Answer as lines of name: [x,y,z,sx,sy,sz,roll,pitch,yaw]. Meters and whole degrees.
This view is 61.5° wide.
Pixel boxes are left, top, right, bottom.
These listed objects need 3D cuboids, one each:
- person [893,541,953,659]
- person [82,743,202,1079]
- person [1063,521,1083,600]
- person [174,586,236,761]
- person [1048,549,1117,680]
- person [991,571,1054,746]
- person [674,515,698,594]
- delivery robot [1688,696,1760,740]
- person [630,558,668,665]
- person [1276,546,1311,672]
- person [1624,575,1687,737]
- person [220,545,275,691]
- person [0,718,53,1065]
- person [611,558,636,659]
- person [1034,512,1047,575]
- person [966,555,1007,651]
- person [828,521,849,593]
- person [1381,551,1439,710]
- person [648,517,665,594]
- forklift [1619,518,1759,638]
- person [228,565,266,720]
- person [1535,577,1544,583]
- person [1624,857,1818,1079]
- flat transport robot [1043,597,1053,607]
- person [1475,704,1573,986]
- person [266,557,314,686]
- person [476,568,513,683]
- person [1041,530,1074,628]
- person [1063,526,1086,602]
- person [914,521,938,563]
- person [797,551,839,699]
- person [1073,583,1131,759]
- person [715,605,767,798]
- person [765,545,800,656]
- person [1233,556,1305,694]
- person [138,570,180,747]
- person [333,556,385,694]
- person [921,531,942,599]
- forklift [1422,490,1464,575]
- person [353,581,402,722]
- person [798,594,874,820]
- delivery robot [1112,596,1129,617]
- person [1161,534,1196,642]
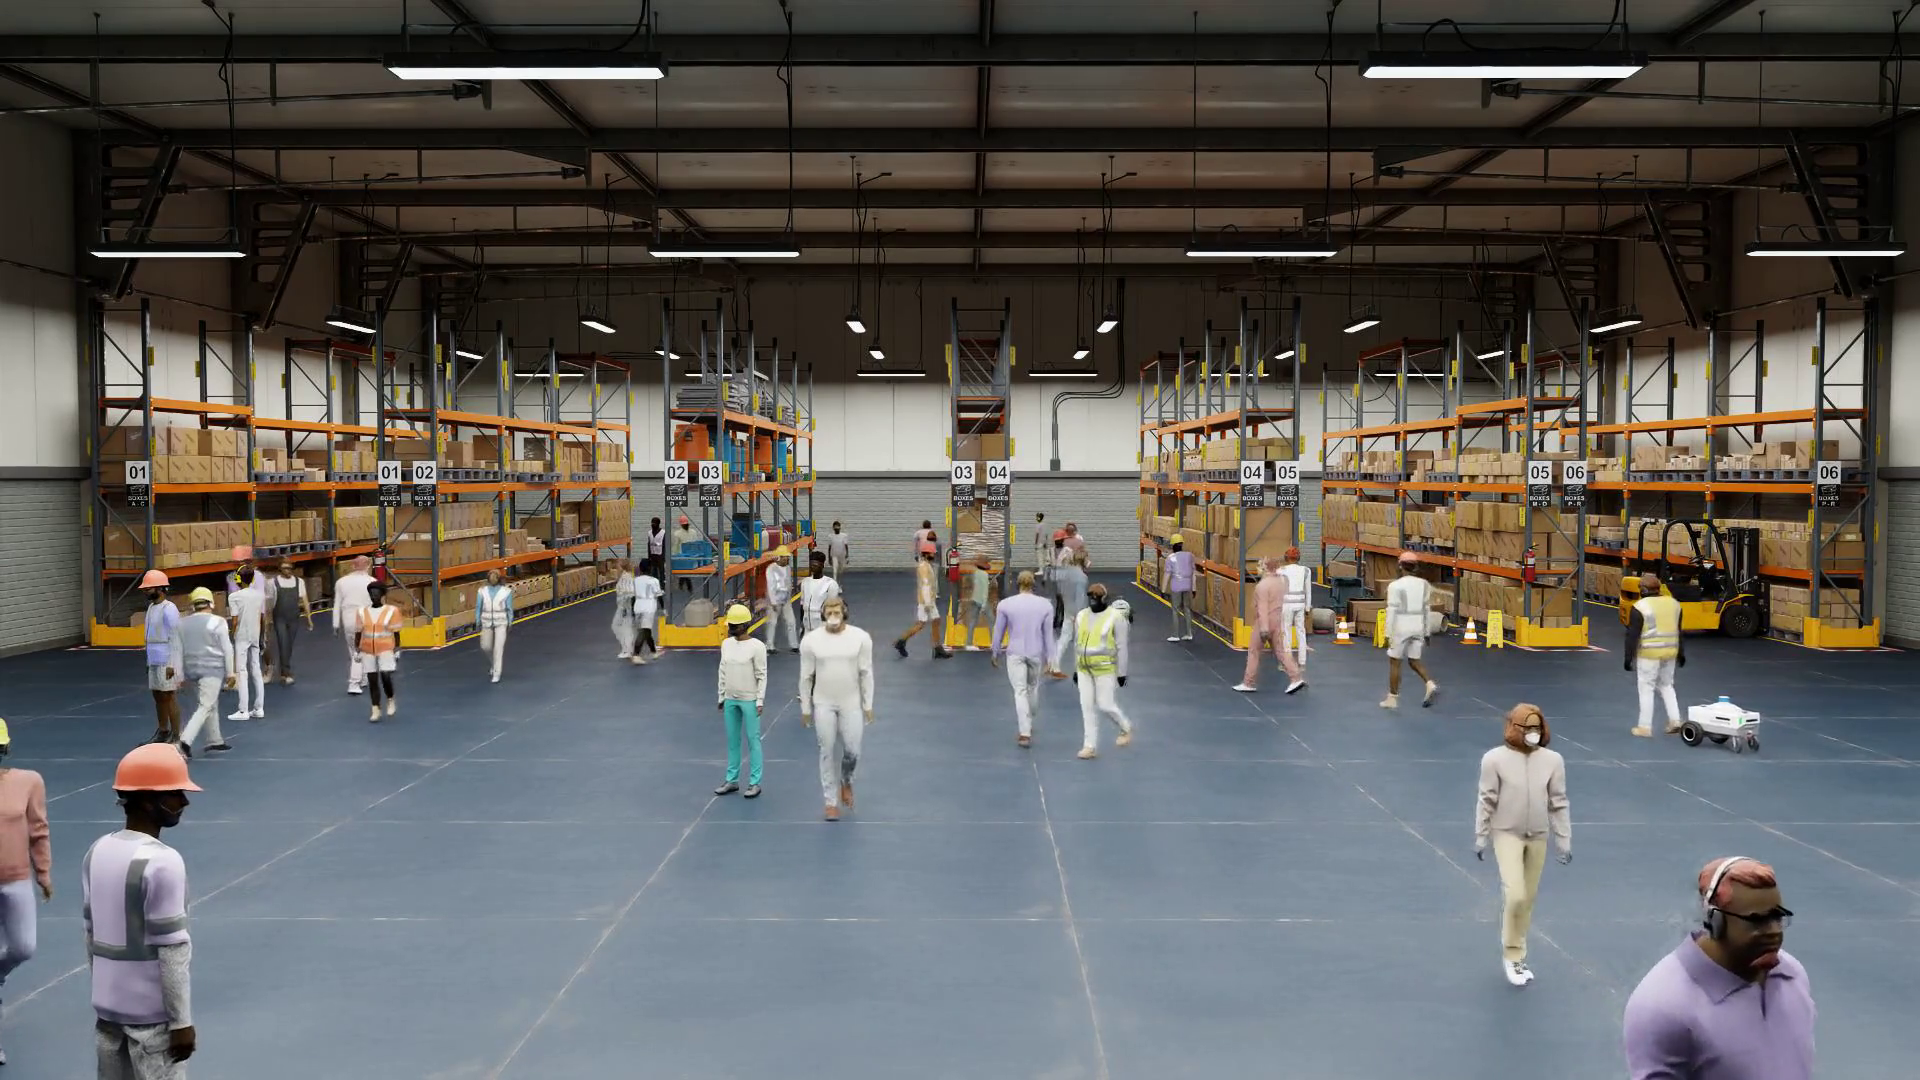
person: [-0.603,0.959,26.024,0.912,1.906,0.555,0,2,8]
person: [-3.055,1.733,6.081,0.547,1.934,0.375,2,3,34]
person: [2.619,0.498,37.940,0.606,1.867,0.527,0,2,8]
person: [-7.911,1.383,16.792,0.586,1.797,0.847,1,2,17]
person: [1.734,1.077,23.295,1.037,1.885,0.638,-1,2,-21]
person: [0.688,1.287,17.908,0.655,1.884,1.021,-1,2,-13]
person: [-6.886,0.356,40.464,0.627,1.960,0.835,-2,3,-36]
delivery robot: [8.254,1.935,17.450,0.477,0.478,0.707,-1,3,-26]
person: [-4.874,1.110,25.223,0.549,1.645,0.893,1,3,33]
person: [5.005,1.034,24.298,0.584,1.882,0.339,-1,2,-14]
person: [7.829,1.309,18.129,0.719,1.830,0.626,-1,2,-13]
person: [-9.831,1.059,22.342,0.627,2.005,1.021,1,2,14]
person: [-4.966,1.734,8.249,0.613,1.752,0.527,2,3,42]
person: [-5.396,1.095,25.907,0.391,1.619,0.552,-1,2,-19]
person: [2.364,0.107,47.920,0.385,1.859,0.548,1,3,33]
person: [0.448,1.057,27.199,0.789,1.600,0.505,-1,3,-29]
person: [-3.031,0.432,40.201,0.520,1.831,0.914,0,2,-8]
person: [5.649,1.144,20.229,0.704,2.011,0.709,-1,2,-23]
person: [-7.516,0.388,40.174,0.590,1.916,0.393,1,3,30]
forklift: [13.417,0.684,29.791,2.313,2.155,1.214,0,2,0]
person: [-8.636,1.231,19.518,0.322,1.871,0.531,1,3,27]
person: [13.011,0.625,36.478,0.320,1.737,0.483,-1,3,-27]
person: [2.148,1.816,4.465,0.678,1.892,0.431,-1,2,-22]
flat transport robot: [1.689,1.403,35.551,0.652,0.197,1.431,0,2,1]
person: [3.282,1.755,9.326,0.528,1.612,0.523,0,2,-9]
person: [-9.385,1.140,22.632,0.549,1.792,0.920,-2,3,-42]
person: [-6.658,1.205,23.131,0.526,1.625,0.531,0,2,-1]
person: [1.859,0.758,31.132,0.558,1.892,0.938,2,3,36]
person: [2.387,0.631,34.497,0.684,1.868,0.889,1,2,14]
person: [-0.862,0.395,41.561,0.649,1.791,0.952,0,2,7]
person: [-1.868,1.118,21.145,0.613,1.965,0.361,1,3,33]
person: [1.484,1.356,16.954,0.631,1.826,0.604,2,3,41]
person: [-2.018,1.472,14.851,0.522,1.760,0.327,1,3,30]
person: [-2.855,0.997,26.216,0.801,1.800,0.607,2,3,37]
person: [4.195,1.139,21.810,0.965,1.869,0.647,2,3,38]
person: [-8.567,1.287,17.259,0.550,1.935,0.375,2,3,40]
person: [-8.117,1.142,21.953,0.670,1.847,1.006,0,2,3]
person: [-0.684,0.589,38.621,0.507,1.631,0.271,0,2,5]
forklift: [13.926,-0.371,47.846,1.873,2.768,1.129,0,2,0]
person: [-6.978,1.329,19.317,0.542,1.680,0.368,0,2,-2]
person: [-1.064,1.426,13.843,0.654,1.926,0.440,0,2,-5]
delivery robot: [3.179,1.359,31.962,0.477,0.478,0.707,0,2,5]
person: [3.881,0.850,28.562,0.614,1.917,0.393,-1,2,-24]
